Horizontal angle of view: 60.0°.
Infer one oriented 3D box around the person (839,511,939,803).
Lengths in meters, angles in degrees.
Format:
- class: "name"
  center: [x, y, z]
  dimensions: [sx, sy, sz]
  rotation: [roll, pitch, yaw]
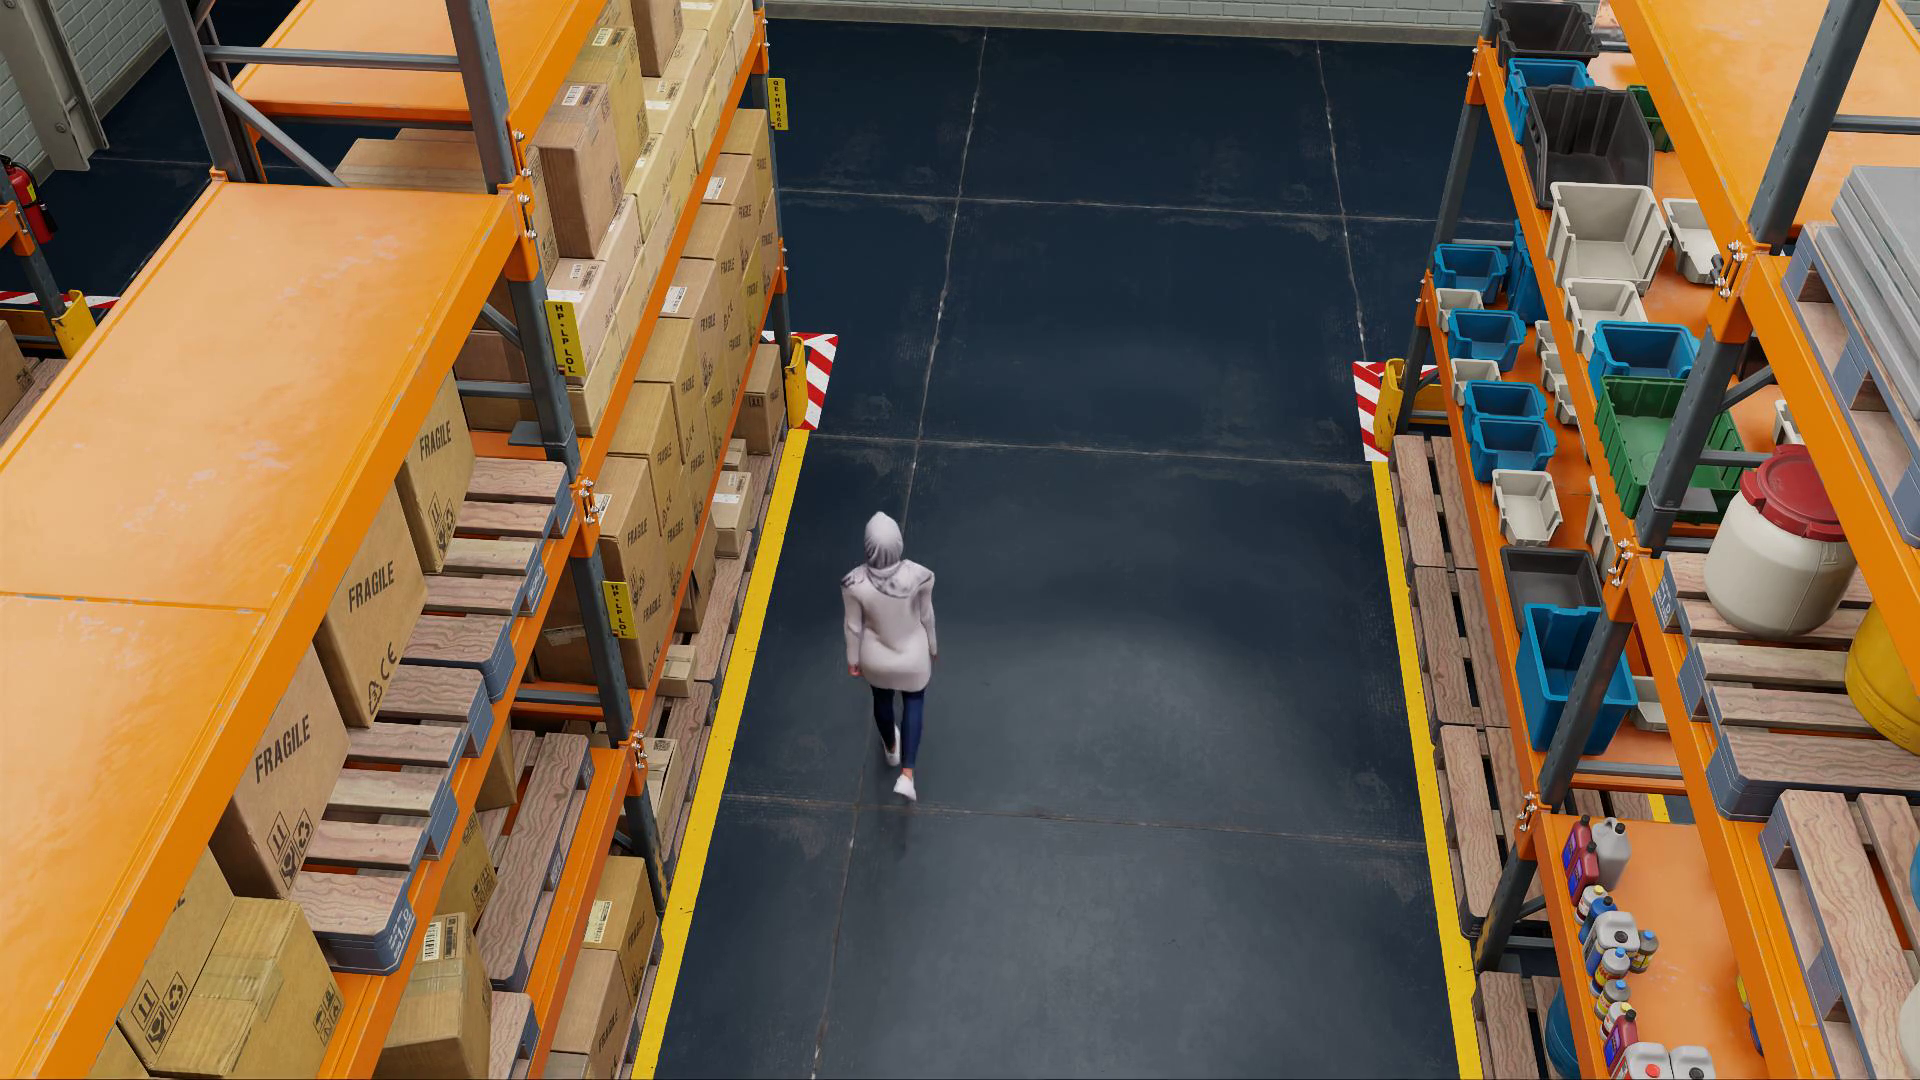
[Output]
- class: "person"
  center: [-0.328, 0.633, 8.243]
  dimensions: [0.653, 1.759, 0.911]
  rotation: [0, 43, 0]
